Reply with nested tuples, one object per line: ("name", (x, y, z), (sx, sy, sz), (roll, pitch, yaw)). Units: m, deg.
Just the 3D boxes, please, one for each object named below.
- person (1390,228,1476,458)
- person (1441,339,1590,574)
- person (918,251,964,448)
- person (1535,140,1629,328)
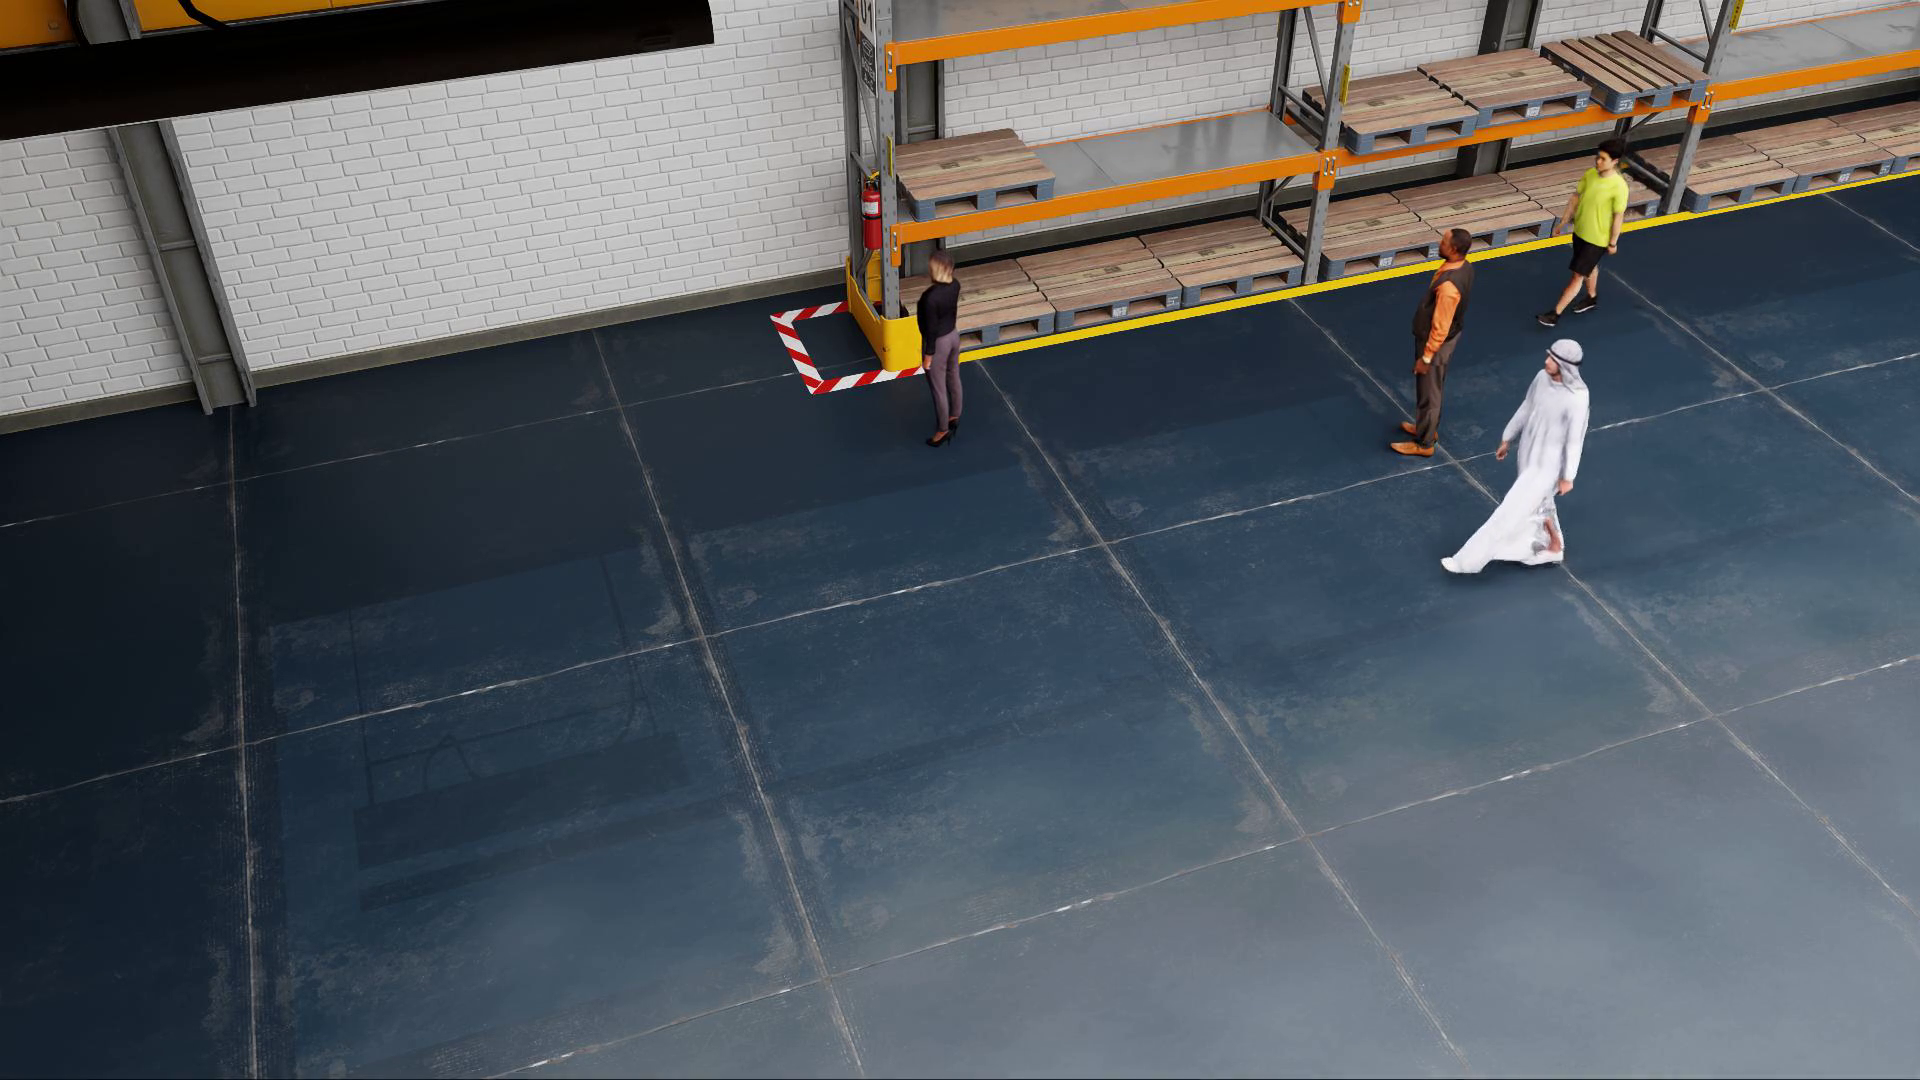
("person", (3.626, -1.494, 12.584), (0.843, 1.908, 0.779), (17, 42, 20))
("person", (4.068, -0.538, 11.409), (1.285, 1.881, 0.845), (-7, 39, -9))
("person", (-0.131, -1.457, 12.728), (0.734, 1.672, 0.659), (20, 43, 23))
("person", (5.464, -2.648, 14.221), (1.024, 1.668, 0.645), (-14, 41, -17))
